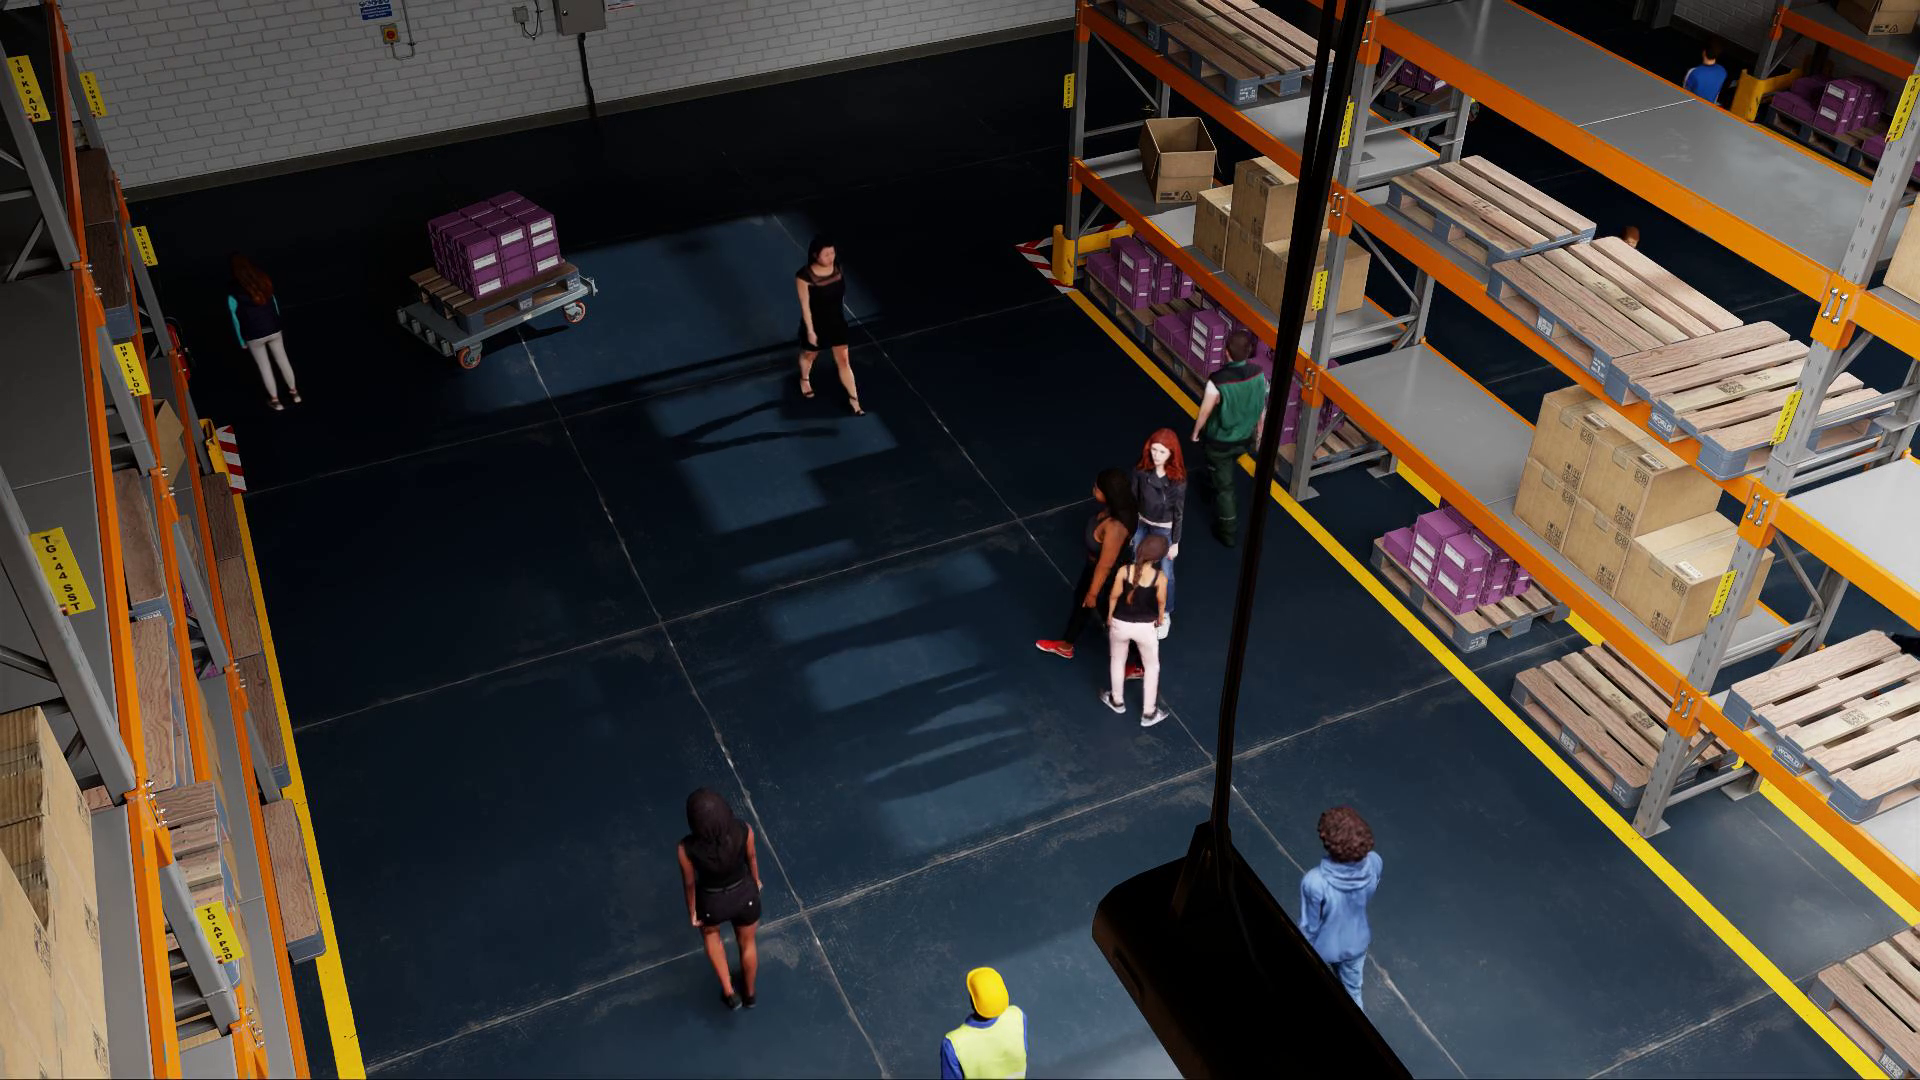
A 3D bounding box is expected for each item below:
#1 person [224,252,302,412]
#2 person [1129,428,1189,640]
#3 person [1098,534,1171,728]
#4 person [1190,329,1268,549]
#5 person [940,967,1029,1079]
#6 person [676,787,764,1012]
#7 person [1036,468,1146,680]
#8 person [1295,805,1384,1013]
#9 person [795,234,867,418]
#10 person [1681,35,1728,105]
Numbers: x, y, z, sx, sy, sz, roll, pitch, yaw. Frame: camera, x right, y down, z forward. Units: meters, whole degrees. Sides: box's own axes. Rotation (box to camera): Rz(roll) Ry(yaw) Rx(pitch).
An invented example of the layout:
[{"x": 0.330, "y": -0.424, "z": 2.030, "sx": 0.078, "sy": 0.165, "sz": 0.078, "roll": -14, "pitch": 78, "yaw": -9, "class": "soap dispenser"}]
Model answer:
[{"x": -6.023, "y": -1.806, "z": 14.342, "sx": 0.650, "sy": 1.501, "sz": 0.672, "roll": -30, "pitch": 48, "yaw": -32, "class": "person"}, {"x": 1.402, "y": -0.064, "z": 11.930, "sx": 0.618, "sy": 1.787, "sz": 0.703, "roll": 19, "pitch": 42, "yaw": 22, "class": "person"}, {"x": 1.159, "y": 0.580, "z": 11.313, "sx": 0.777, "sy": 1.551, "sz": 0.793, "roll": -4, "pitch": 39, "yaw": -5, "class": "person"}, {"x": 2.094, "y": -0.744, "z": 12.772, "sx": 0.702, "sy": 1.799, "sz": 1.058, "roll": -15, "pitch": 41, "yaw": -18, "class": "person"}, {"x": 0.118, "y": 2.764, "z": 8.369, "sx": 0.678, "sy": 1.813, "sz": 0.584, "roll": -19, "pitch": 42, "yaw": -22, "class": "person"}, {"x": -1.288, "y": 2.090, "z": 9.283, "sx": 0.645, "sy": 1.726, "sz": 0.683, "roll": -9, "pitch": 40, "yaw": -12, "class": "person"}, {"x": 1.114, "y": 0.274, "z": 11.518, "sx": 1.124, "sy": 1.774, "sz": 1.152, "roll": 6, "pitch": 39, "yaw": 8, "class": "person"}, {"x": 2.087, "y": 2.220, "z": 9.087, "sx": 0.794, "sy": 1.767, "sz": 1.171, "roll": -11, "pitch": 40, "yaw": -13, "class": "person"}, {"x": -1.246, "y": -1.859, "z": 14.271, "sx": 0.802, "sy": 1.671, "sz": 1.107, "roll": -26, "pitch": 45, "yaw": -29, "class": "person"}, {"x": 7.543, "y": -4.264, "z": 17.135, "sx": 0.677, "sy": 1.856, "sz": 0.977, "roll": -14, "pitch": 41, "yaw": -17, "class": "person"}]
